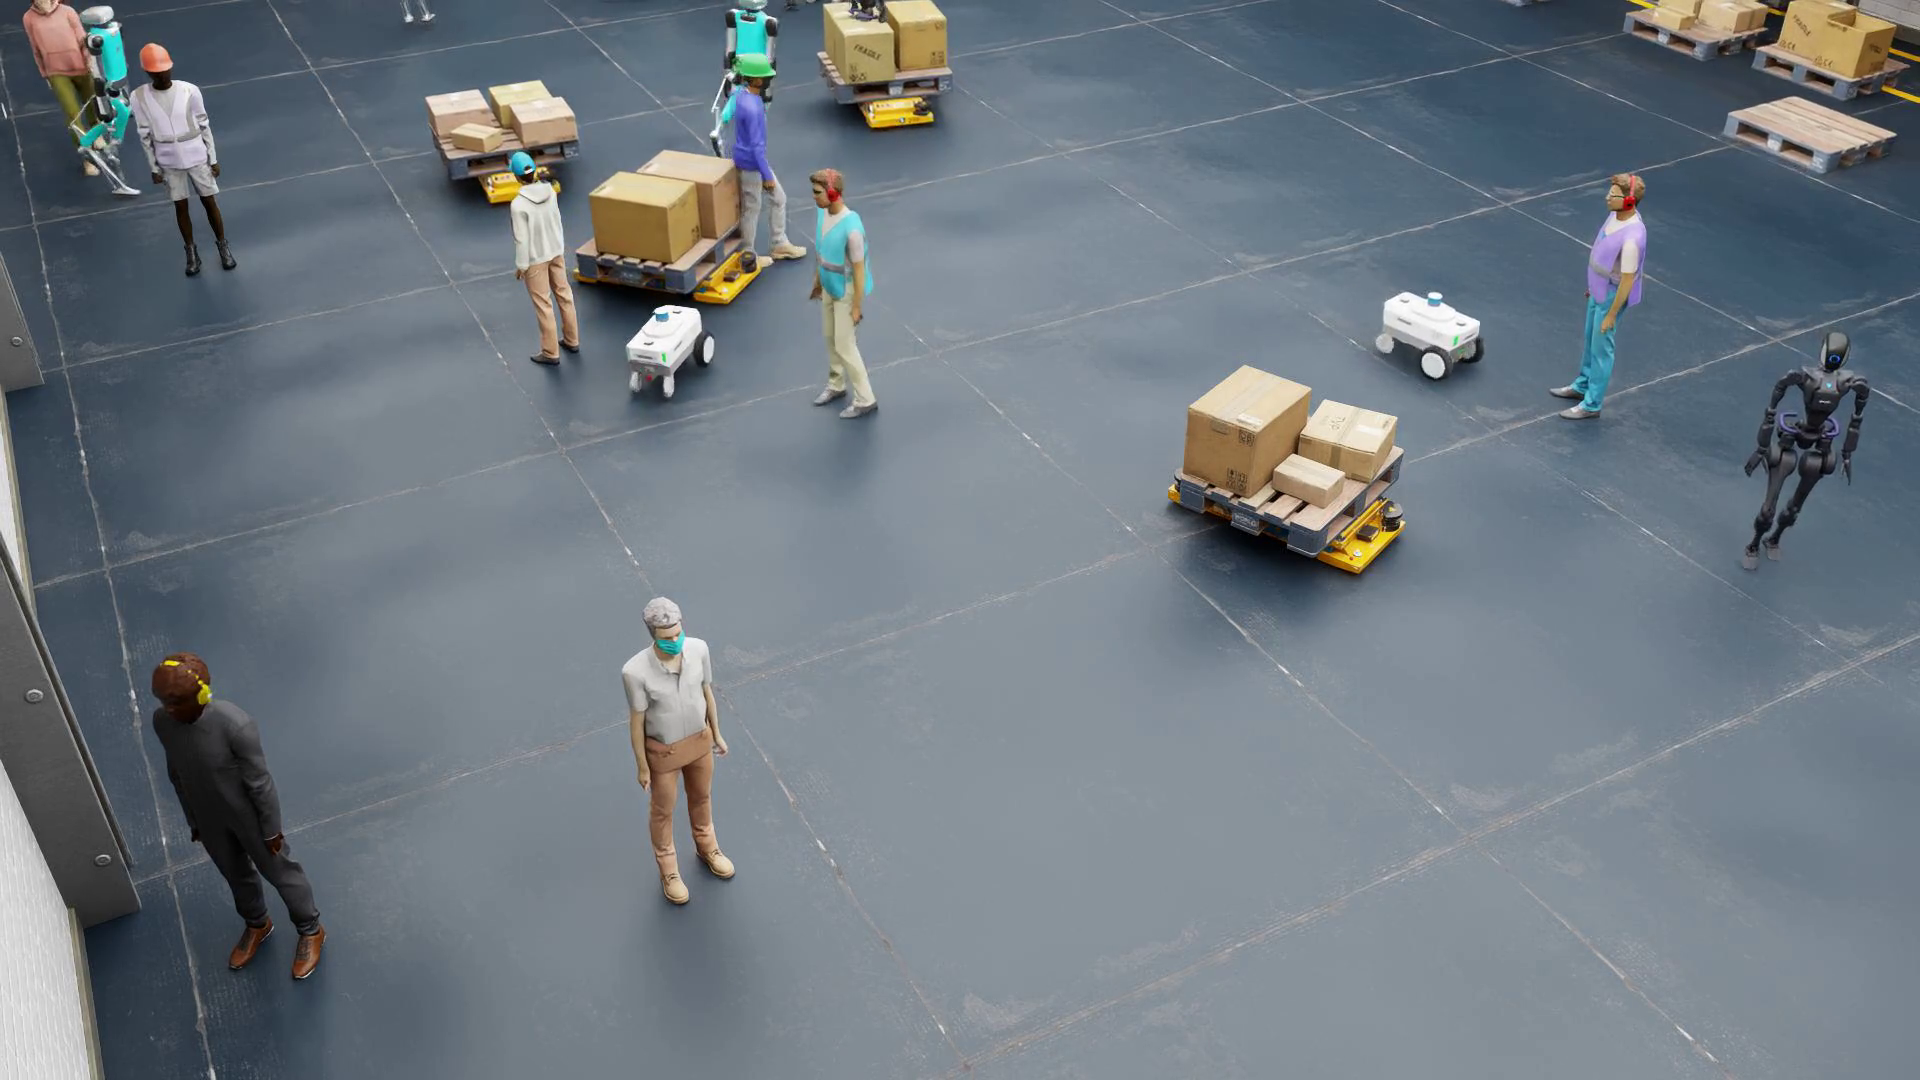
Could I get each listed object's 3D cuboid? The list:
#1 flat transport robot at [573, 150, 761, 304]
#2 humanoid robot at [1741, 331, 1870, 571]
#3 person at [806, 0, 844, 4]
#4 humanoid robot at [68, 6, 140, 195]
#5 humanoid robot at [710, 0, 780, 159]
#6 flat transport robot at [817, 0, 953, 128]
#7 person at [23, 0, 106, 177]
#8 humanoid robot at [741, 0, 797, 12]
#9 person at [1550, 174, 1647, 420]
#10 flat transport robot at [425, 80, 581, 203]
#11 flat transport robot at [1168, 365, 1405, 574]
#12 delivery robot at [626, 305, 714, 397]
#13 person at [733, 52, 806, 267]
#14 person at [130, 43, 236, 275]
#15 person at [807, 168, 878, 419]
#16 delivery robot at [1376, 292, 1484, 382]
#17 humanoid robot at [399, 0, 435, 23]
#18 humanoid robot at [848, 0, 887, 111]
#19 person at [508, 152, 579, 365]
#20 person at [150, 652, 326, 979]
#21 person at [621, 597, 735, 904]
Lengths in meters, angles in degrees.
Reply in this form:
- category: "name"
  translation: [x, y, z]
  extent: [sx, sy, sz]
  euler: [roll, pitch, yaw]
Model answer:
- category: "flat transport robot"
  translation: [-2.462, -2.295, 13.992]
  extent: [1.431, 0.231, 0.659]
  euler: [11, 37, 16]
- category: "humanoid robot"
  translation: [5.228, -0.548, 10.279]
  extent: [0.611, 1.645, 0.449]
  euler: [8, 36, 11]
- category: "person"
  translation: [-1.594, -7.355, 19.767]
  extent: [0.552, 1.934, 0.428]
  euler: [14, 37, 19]
- category: "humanoid robot"
  translation: [-7.777, -3.862, 15.046]
  extent: [0.730, 1.901, 0.542]
  euler: [1, 35, 1]
- category: "humanoid robot"
  translation: [-2.089, -4.035, 15.223]
  extent: [0.560, 1.755, 0.959]
  euler: [21, 40, 28]
- category: "flat transport robot"
  translation: [-0.779, -4.660, 17.370]
  extent: [0.659, 0.231, 1.431]
  euler: [-9, 36, -13]
- category: "person"
  translation: [-8.444, -4.457, 15.765]
  extent: [0.510, 1.794, 0.979]
  euler: [-16, 38, -21]
- category: "humanoid robot"
  translation: [-2.319, -6.998, 19.540]
  extent: [0.742, 1.660, 0.590]
  euler: [-10, 36, -13]
- category: "person"
  translation: [4.594, -1.713, 11.786]
  extent: [0.397, 1.846, 0.563]
  euler: [5, 35, 6]
- category: "flat transport robot"
  translation: [-4.305, -3.595, 15.849]
  extent: [0.659, 0.231, 1.431]
  euler: [-15, 38, -20]
- category: "flat transport robot"
  translation: [2.165, -0.241, 11.060]
  extent: [1.431, 0.231, 0.659]
  euler: [24, 42, 30]
- category: "delivery robot"
  translation: [-2.227, -1.470, 12.557]
  extent: [0.499, 0.586, 0.765]
  euler: [9, 36, 13]
- category: "person"
  translation: [-1.586, -3.137, 13.818]
  extent: [0.710, 1.847, 0.482]
  euler: [-4, 35, -5]
- category: "person"
  translation: [-6.428, -3.141, 13.747]
  extent: [0.550, 1.937, 0.354]
  euler: [-13, 37, -18]
- category: "person"
  translation: [-0.857, -1.759, 11.882]
  extent: [0.445, 1.824, 0.595]
  euler: [-17, 38, -22]
- category: "delivery robot"
  translation: [3.599, -1.614, 12.760]
  extent: [0.499, 0.583, 0.767]
  euler: [-27, 43, -33]
- category: "humanoid robot"
  translation: [-6.342, -6.713, 18.905]
  extent: [0.533, 1.677, 0.735]
  euler: [-2, 35, -2]
- category: "humanoid robot"
  translation: [-0.964, -5.194, 16.908]
  extent: [0.406, 1.639, 0.589]
  euler: [-25, 42, -31]
- category: "person"
  translation: [-3.159, -2.114, 12.512]
  extent: [0.386, 1.670, 0.463]
  euler: [21, 40, 27]
- category: "person"
  translation: [-3.294, 1.246, 7.551]
  extent: [0.490, 1.866, 0.353]
  euler: [7, 36, 10]
- category: "person"
  translation: [-1.356, 0.996, 8.005]
  extent: [0.469, 1.748, 0.321]
  euler: [-24, 42, -30]
